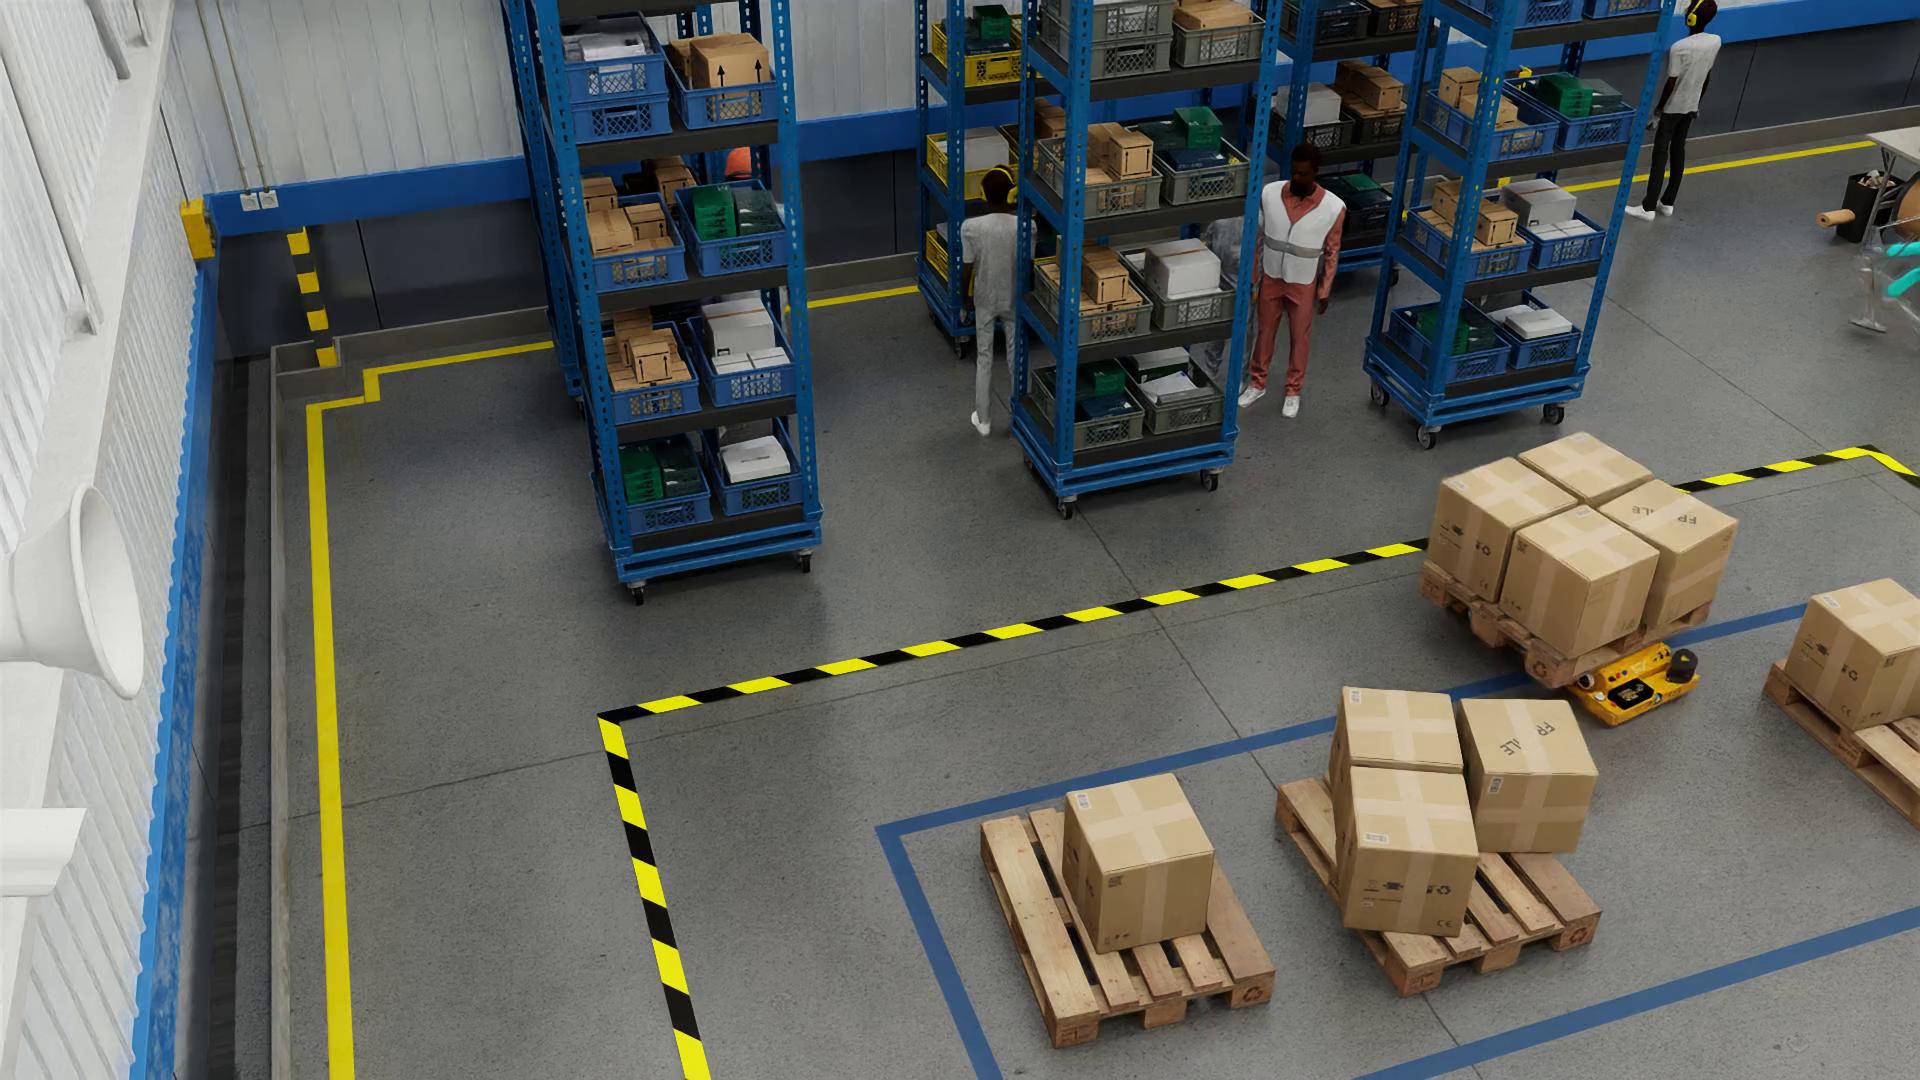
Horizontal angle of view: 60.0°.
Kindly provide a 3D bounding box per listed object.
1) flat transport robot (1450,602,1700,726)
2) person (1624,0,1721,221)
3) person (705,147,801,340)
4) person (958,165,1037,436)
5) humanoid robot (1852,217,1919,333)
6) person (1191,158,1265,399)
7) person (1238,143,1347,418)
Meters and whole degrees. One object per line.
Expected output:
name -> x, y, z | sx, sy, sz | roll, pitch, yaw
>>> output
flat transport robot -> 3.378, 0.464, 9.374 | 0.652, 0.197, 1.431 | -18, 39, -24
person -> 5.893, -3.550, 13.696 | 0.509, 1.876, 0.329 | -16, 38, -21
person -> -1.337, -1.553, 10.750 | 0.618, 2.018, 0.451 | -8, 36, -11
person -> 0.243, -1.539, 10.853 | 0.509, 1.866, 0.332 | -2, 35, -2
humanoid robot -> 6.836, -2.147, 11.823 | 1.004, 1.736, 0.554 | 20, 40, 26
person -> 1.842, -1.781, 11.302 | 0.492, 1.740, 0.322 | 30, 45, 35
person -> 2.206, -1.737, 11.086 | 0.587, 1.920, 0.391 | 17, 39, 22
